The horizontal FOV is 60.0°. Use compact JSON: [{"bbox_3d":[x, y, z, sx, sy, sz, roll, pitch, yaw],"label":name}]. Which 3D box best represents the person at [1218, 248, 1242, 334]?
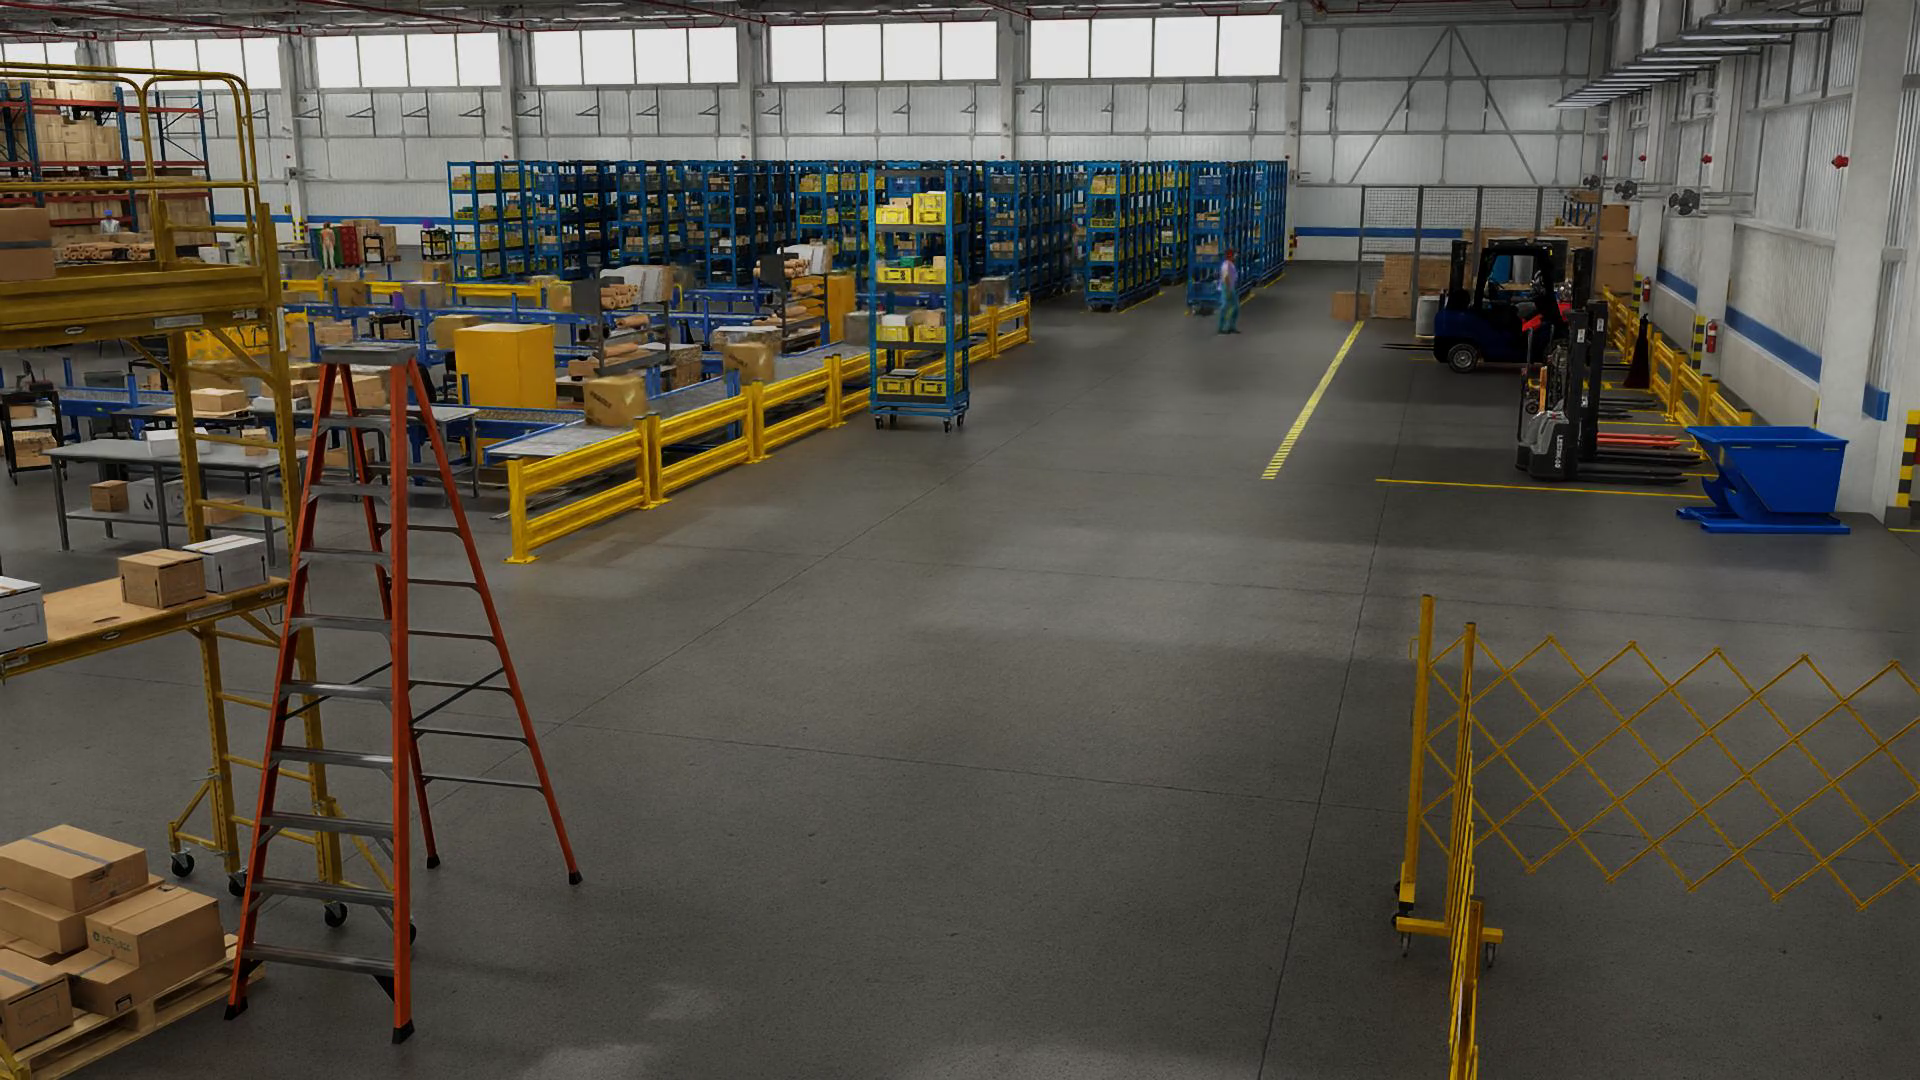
[{"bbox_3d":[5.797,-5.291,35.423,0.646,1.819,0.579,7,15,27],"label":"person"}]

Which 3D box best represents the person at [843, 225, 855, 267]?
[{"bbox_3d":[-3.363,-8.704,49.721,0.404,2.033,0.608,4,14,15],"label":"person"}]

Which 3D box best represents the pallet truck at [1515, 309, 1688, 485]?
[{"bbox_3d":[7.554,-1.677,19.446,1.885,1.965,0.823,3,13,14],"label":"pallet truck"}]

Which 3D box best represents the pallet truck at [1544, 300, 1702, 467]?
[{"bbox_3d":[8.263,-1.952,20.631,1.885,1.965,0.823,5,14,20],"label":"pallet truck"}]

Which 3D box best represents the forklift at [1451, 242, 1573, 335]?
[{"bbox_3d":[10.464,-4.597,31.405,2.680,1.987,1.157,4,14,16],"label":"forklift"}]

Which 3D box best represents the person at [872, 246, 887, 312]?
[{"bbox_3d":[-1.784,-5.851,38.003,0.567,1.749,0.544,8,15,30],"label":"person"}]

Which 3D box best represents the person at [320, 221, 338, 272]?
[{"bbox_3d":[-20.700,-9.609,54.493,0.514,1.637,0.315,4,14,15],"label":"person"}]

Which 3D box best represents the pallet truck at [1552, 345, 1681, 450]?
[{"bbox_3d":[8.641,-1.896,21.908,1.630,1.274,0.653,4,14,16],"label":"pallet truck"}]

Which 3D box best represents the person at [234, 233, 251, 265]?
[{"bbox_3d":[-19.273,-7.402,44.636,0.942,1.782,0.589,3,13,15],"label":"person"}]

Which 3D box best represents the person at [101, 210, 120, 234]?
[{"bbox_3d":[-28.835,-10.231,56.498,0.602,1.949,0.393,-5,14,-21],"label":"person"}]

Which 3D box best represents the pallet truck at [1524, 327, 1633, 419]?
[{"bbox_3d":[9.065,-2.460,24.370,1.522,1.261,0.704,3,13,14],"label":"pallet truck"}]

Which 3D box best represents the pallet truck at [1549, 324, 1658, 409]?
[{"bbox_3d":[9.824,-2.669,25.407,1.601,1.201,0.680,4,14,16],"label":"pallet truck"}]

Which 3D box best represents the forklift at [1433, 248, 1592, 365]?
[{"bbox_3d":[9.780,-4.111,29.280,2.680,1.987,1.157,3,13,14],"label":"forklift"}]

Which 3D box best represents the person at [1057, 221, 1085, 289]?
[{"bbox_3d":[3.120,-8.153,47.579,1.089,1.931,0.626,8,15,30],"label":"person"}]

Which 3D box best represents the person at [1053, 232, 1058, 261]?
[{"bbox_3d":[3.204,-10.179,56.736,0.370,1.740,0.570,5,14,22],"label":"person"}]
